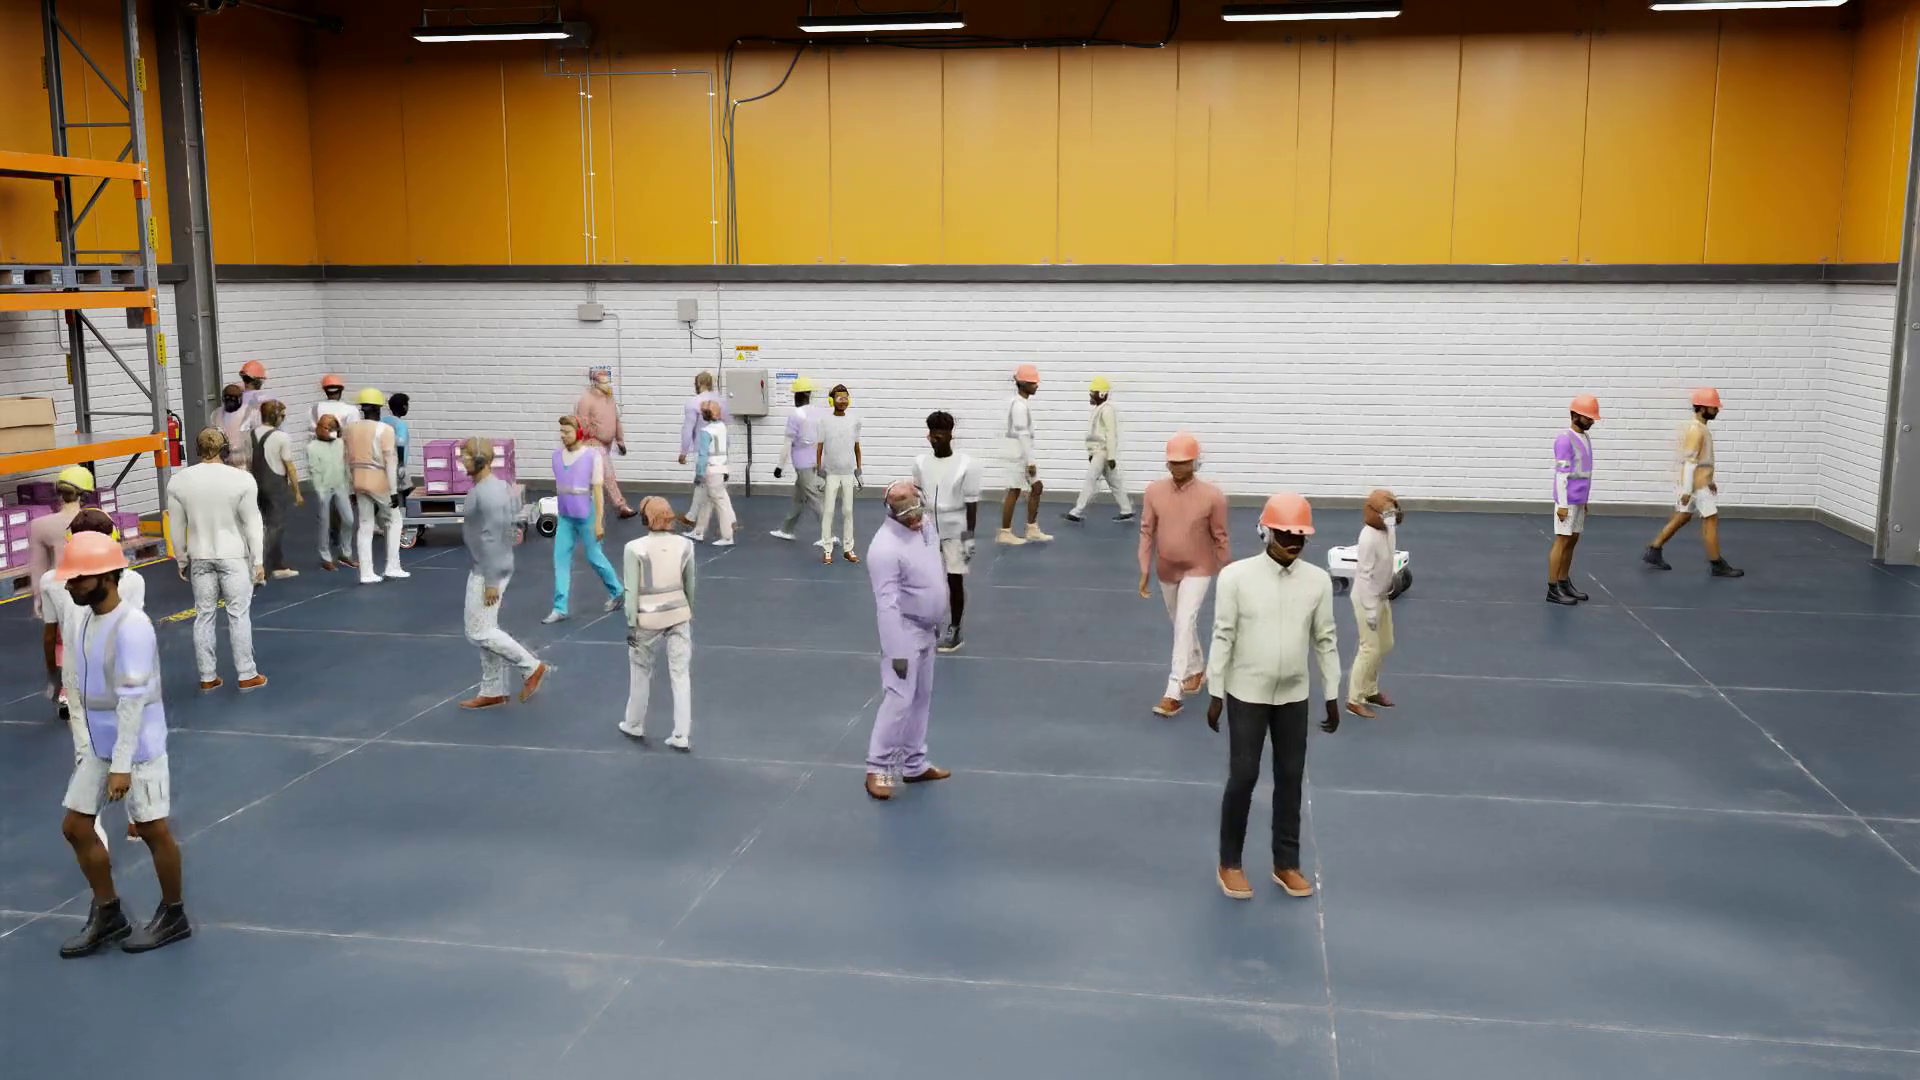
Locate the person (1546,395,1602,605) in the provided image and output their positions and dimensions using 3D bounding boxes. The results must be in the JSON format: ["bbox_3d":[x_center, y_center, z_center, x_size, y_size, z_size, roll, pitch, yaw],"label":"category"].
[{"bbox_3d":[5.640,-0.372,15.233,0.382,1.924,0.552,8,12,40],"label":"person"}]

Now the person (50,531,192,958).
[{"bbox_3d":[-3.737,0.912,7.283,0.547,1.913,0.657,7,11,36],"label":"person"}]

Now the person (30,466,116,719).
[{"bbox_3d":[-5.903,0.381,11.146,0.551,1.743,0.374,-1,9,-9],"label":"person"}]

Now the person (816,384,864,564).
[{"bbox_3d":[-1.250,-0.687,17.345,0.514,1.876,0.328,-4,10,-21],"label":"person"}]

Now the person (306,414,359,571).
[{"bbox_3d":[-6.358,-0.472,16.830,0.471,1.613,0.504,7,12,37],"label":"person"}]

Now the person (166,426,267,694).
[{"bbox_3d":[-5.330,0.146,11.974,0.636,1.938,0.354,-1,9,-4],"label":"person"}]

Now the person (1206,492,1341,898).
[{"bbox_3d":[1.537,0.749,8.105,0.656,1.984,0.447,-2,9,-13],"label":"person"}]

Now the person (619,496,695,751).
[{"bbox_3d":[-1.953,0.516,10.672,0.542,1.604,0.756,-7,11,-35],"label":"person"}]

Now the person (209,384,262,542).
[{"bbox_3d":[-8.029,-0.816,18.367,0.712,1.796,0.874,2,9,13],"label":"person"}]

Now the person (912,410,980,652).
[{"bbox_3d":[-0.141,-0.055,13.213,0.607,1.949,0.504,4,10,22],"label":"person"}]

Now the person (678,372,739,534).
[{"bbox_3d":[-2.925,-1.021,19.470,1.043,1.869,0.635,5,11,30],"label":"person"}]

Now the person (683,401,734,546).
[{"bbox_3d":[-2.835,-0.735,18.427,0.760,1.607,0.538,2,9,14],"label":"person"}]

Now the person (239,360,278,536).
[{"bbox_3d":[-8.106,-1.050,19.143,0.613,2.026,0.440,5,11,30],"label":"person"}]

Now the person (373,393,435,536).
[{"bbox_3d":[-6.535,-0.870,19.201,0.544,1.646,0.865,8,12,42],"label":"person"}]

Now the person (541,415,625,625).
[{"bbox_3d":[-3.313,-0.208,14.584,0.579,1.810,0.912,5,11,29],"label":"person"}]

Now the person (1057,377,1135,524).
[{"bbox_3d":[1.680,-1.069,19.989,0.951,1.785,0.616,0,9,-1],"label":"person"}]

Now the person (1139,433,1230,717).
[{"bbox_3d":[1.581,0.204,11.654,0.588,1.942,1.049,6,11,31],"label":"person"}]

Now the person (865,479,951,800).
[{"bbox_3d":[-0.303,0.557,9.684,0.436,1.864,0.728,3,10,19],"label":"person"}]

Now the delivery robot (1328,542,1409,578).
[{"bbox_3d":[3.830,0.203,15.616,0.707,0.478,0.477,5,10,26],"label":"delivery robot"}]

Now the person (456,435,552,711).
[{"bbox_3d":[-3.190,0.238,11.441,0.526,1.928,0.639,-3,10,-21],"label":"person"}]

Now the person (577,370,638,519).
[{"bbox_3d":[-4.415,-1.174,20.487,1.004,1.842,0.728,3,10,19],"label":"person"}]

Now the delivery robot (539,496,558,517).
[{"bbox_3d":[-4.485,-0.377,19.214,0.707,0.478,0.477,-1,9,-4],"label":"delivery robot"}]

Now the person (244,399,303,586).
[{"bbox_3d":[-6.735,-0.458,16.154,0.509,1.821,0.835,4,10,21],"label":"person"}]

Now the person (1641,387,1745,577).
[{"bbox_3d":[7.381,-0.590,16.690,0.944,1.902,0.556,4,10,21],"label":"person"}]

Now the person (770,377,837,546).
[{"bbox_3d":[-1.731,-0.876,18.526,0.993,1.879,0.589,5,10,27],"label":"person"}]

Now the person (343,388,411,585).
[{"bbox_3d":[-5.681,-0.527,16.250,0.617,1.900,0.688,3,10,19],"label":"person"}]

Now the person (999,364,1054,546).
[{"bbox_3d":[0.775,-0.921,18.331,0.763,2.016,0.653,1,9,4],"label":"person"}]

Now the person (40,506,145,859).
[{"bbox_3d":[-4.466,0.739,8.633,0.537,1.839,0.863,-3,10,-18],"label":"person"}]

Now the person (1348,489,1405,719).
[{"bbox_3d":[2.810,0.431,11.255,0.386,1.595,0.555,6,11,33],"label":"person"}]

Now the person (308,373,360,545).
[{"bbox_3d":[-6.958,-0.902,18.576,0.596,1.902,0.519,0,9,-1],"label":"person"}]
